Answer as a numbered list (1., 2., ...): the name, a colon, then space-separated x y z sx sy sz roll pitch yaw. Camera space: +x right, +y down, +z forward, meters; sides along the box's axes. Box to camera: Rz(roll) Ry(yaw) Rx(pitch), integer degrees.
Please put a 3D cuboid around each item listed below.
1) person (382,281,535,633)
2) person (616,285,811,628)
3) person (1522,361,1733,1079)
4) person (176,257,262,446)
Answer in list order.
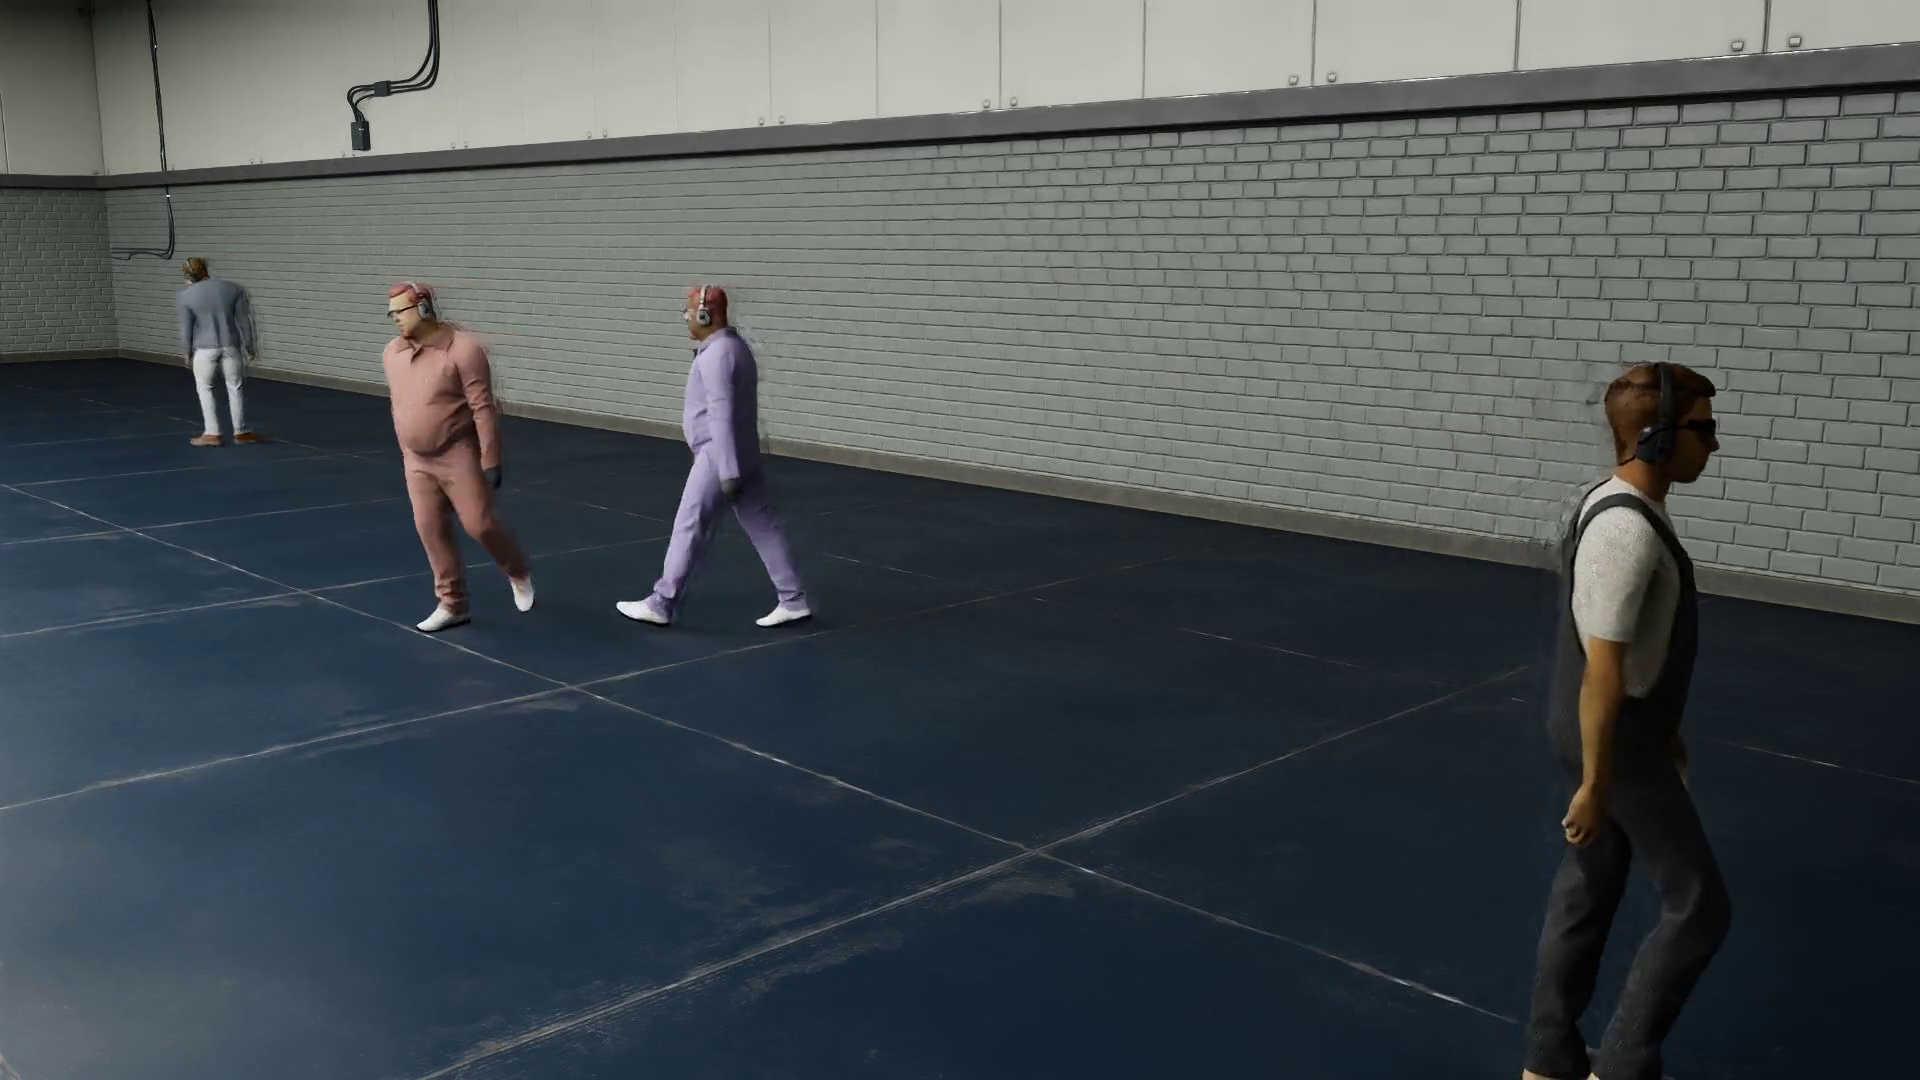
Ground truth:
1. person: -2.733 -0.460 9.009 0.673 1.878 0.690 4 11 22
2. person: -1.286 -0.432 8.908 1.049 1.851 0.652 2 11 8
3. person: 1.610 0.500 3.878 0.562 1.826 0.524 2 11 11
4. person: -7.496 -1.905 16.851 0.743 1.897 0.368 -8 13 -36
